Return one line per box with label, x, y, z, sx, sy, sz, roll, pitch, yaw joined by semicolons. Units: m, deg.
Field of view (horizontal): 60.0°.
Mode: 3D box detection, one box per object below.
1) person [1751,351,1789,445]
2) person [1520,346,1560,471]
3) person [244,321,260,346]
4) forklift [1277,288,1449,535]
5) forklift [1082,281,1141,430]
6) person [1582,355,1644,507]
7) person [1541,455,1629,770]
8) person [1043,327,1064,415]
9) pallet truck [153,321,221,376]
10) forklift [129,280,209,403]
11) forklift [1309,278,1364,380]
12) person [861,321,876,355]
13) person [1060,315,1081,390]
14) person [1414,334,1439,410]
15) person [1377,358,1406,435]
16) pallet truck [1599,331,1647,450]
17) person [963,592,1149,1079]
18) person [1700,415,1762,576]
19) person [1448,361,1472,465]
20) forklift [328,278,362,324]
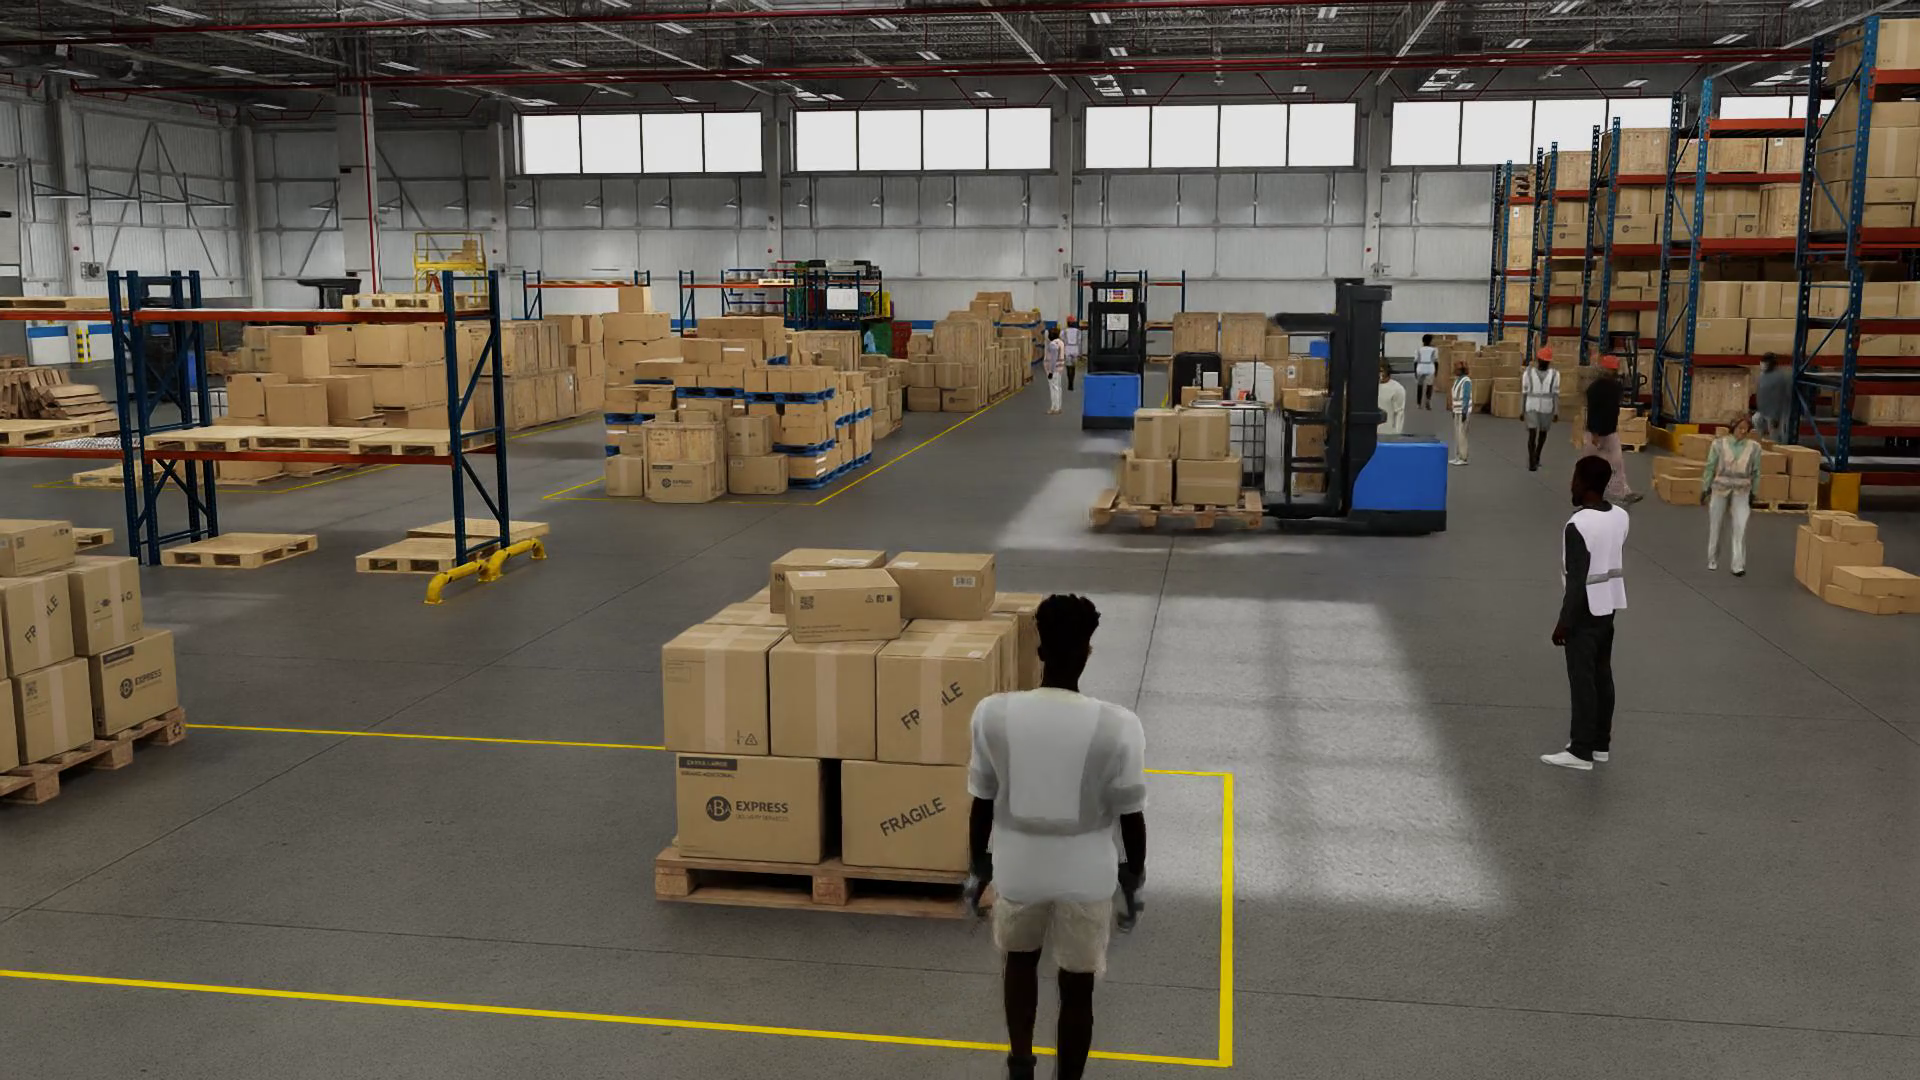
person;11.803;-1.820;24.249;1.041;1.882;0.636;-2;10;-14
person;8.824;-2.017;25.367;0.550;1.905;0.779;2;9;11
person;-18.828;-5.128;44.531;0.471;1.913;0.595;3;10;20
forklift;4.681;-1.520;19.289;1.873;2.768;1.129;1;9;9
forklift;2.942;-3.528;31.670;1.129;2.768;1.873;1;9;9
person;8.351;-1.398;21.406;0.657;1.940;1.009;-5;10;-26
person;3.838;0.442;10.143;0.587;1.920;0.391;-8;12;-42
person;1.974;-3.561;35.072;0.429;1.841;0.633;3;10;18
pallet truck;-21.869;-5.598;47.154;0.823;1.965;1.885;4;10;26
forklift;-18.415;-4.621;38.413;1.129;2.768;1.873;1;9;6
forklift;10.602;-5.773;45.520;1.129;2.768;1.873;-8;12;-40
person;-2.509;-5.064;44.883;0.642;1.665;0.544;-1;9;-8
person;2.828;-4.770;42.368;0.552;1.909;0.900;-1;9;-5
person;10.093;-3.637;36.050;0.543;1.670;0.667;3;10;20
person;5.316;-1.330;21.031;0.373;1.935;0.628;-8;12;-40
pallet truck;11.253;-2.573;28.499;0.823;1.965;1.885;5;10;27
person;0.336;1.138;5.755;0.638;1.947;0.424;2;10;14
person;7.664;-0.440;16.563;0.555;1.591;0.871;3;10;17
person;7.834;-1.983;25.992;0.318;1.631;0.524;0;9;-2
forklift;-15.872;-5.380;43.097;1.129;2.768;1.873;5;11;30
